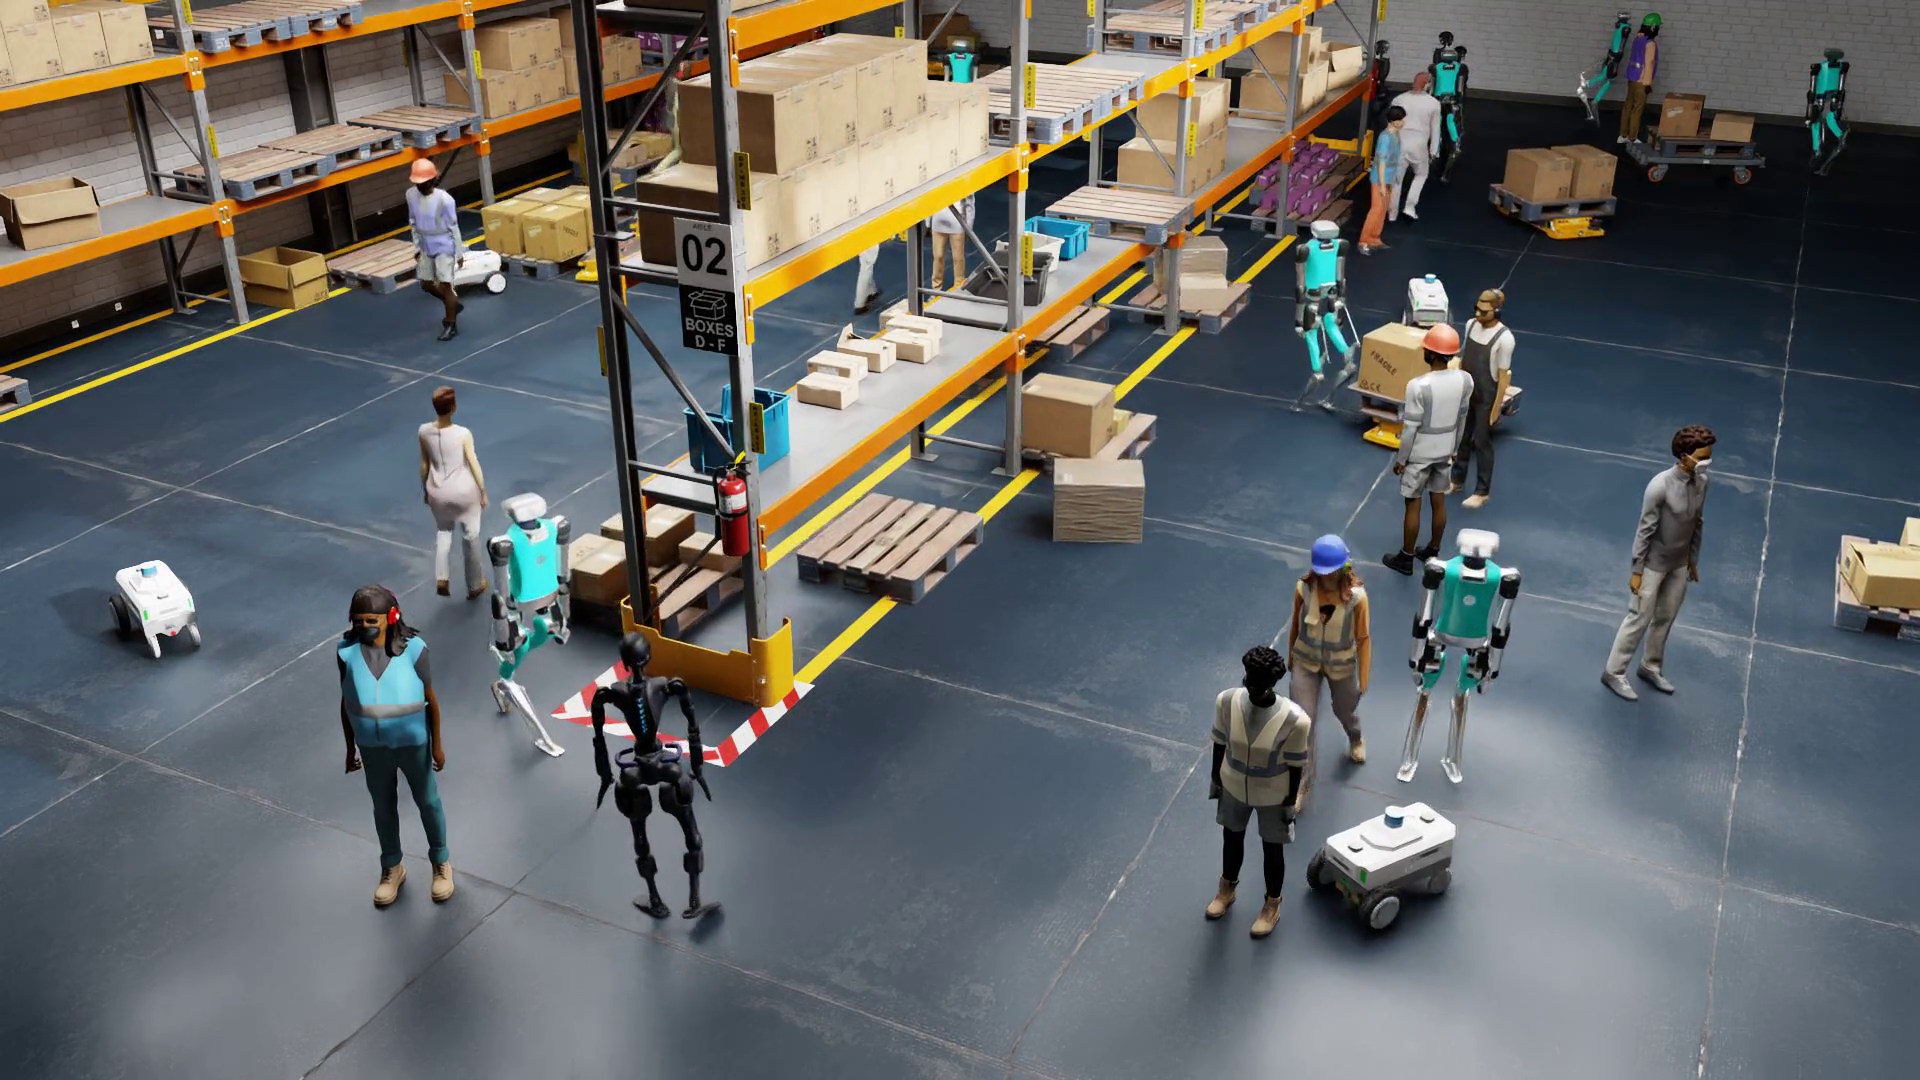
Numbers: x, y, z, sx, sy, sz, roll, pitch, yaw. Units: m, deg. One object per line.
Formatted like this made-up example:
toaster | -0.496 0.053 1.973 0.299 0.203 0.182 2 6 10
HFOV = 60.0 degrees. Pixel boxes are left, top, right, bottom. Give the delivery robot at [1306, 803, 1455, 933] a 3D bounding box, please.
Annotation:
delivery robot | 2.298 1.727 8.989 0.812 0.614 0.499 -14 30 -27

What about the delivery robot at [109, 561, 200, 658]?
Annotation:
delivery robot | -5.603 0.433 11.590 0.499 0.603 0.794 -20 32 -34

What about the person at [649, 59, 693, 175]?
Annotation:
person | -3.792 -5.500 22.163 0.726 1.804 0.626 -7 27 -14

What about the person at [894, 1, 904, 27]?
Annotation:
person | -1.013 -9.404 30.032 0.363 1.825 0.513 -1 26 -3

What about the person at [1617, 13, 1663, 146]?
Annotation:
person | 10.097 -6.833 24.707 0.407 1.932 0.531 -2 26 -5

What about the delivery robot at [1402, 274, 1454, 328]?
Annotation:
delivery robot | 4.909 -2.476 17.464 0.499 0.601 0.775 4 27 7

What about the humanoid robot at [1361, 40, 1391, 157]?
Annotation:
humanoid robot | 6.043 -6.401 24.128 0.418 1.648 0.599 14 30 26

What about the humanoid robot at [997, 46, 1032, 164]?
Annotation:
humanoid robot | 0.760 -6.154 23.631 0.612 1.645 0.433 6 27 13

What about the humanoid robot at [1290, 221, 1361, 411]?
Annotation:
humanoid robot | 3.356 -1.950 15.057 0.539 1.790 0.726 -11 28 -20

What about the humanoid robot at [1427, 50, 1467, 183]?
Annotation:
humanoid robot | 6.647 -5.722 22.707 0.545 1.812 0.689 -1 26 -2

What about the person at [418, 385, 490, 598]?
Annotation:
person | -3.609 -0.312 11.840 0.480 1.647 0.413 2 26 4

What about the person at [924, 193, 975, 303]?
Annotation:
person | -0.128 -3.402 17.986 0.560 1.741 0.339 7 27 13

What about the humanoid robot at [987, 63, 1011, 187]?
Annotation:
humanoid robot | 0.555 -5.625 22.613 0.717 1.650 0.589 -20 33 -35

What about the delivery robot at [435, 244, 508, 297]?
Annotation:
delivery robot | -5.464 -2.995 18.490 0.768 0.581 0.499 -17 31 -31

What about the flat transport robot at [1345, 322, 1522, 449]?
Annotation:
flat transport robot | 4.289 -1.099 14.998 0.659 0.231 1.431 22 34 37

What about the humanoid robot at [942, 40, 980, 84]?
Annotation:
humanoid robot | -0.014 -6.050 23.360 0.535 1.815 0.682 4 27 7

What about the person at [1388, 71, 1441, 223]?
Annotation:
person | 5.675 -4.924 20.901 0.684 1.881 0.432 14 30 26

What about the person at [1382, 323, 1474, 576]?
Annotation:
person | 3.440 -0.662 12.233 0.545 1.942 0.346 -10 28 -19

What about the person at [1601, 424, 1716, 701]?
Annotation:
person | 4.512 0.129 10.696 0.549 1.887 0.403 -11 29 -22

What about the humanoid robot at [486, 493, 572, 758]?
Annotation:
humanoid robot | -2.776 0.460 10.230 0.921 1.795 0.546 22 34 38

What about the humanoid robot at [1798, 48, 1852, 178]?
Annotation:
humanoid robot | 11.935 -5.756 22.788 0.538 1.811 0.793 -3 27 -6

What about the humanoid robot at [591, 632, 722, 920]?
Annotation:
humanoid robot | -1.595 1.265 8.643 0.615 1.647 0.454 -4 27 -8

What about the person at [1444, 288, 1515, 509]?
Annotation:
person | 4.159 -1.141 13.323 0.334 1.834 0.500 -12 29 -22

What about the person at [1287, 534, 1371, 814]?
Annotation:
person | 2.179 0.687 9.745 0.503 1.735 0.849 10 28 19

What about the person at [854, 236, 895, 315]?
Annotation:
person | -0.948 -3.389 17.857 0.571 1.832 0.854 13 29 25

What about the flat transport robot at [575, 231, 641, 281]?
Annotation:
flat transport robot | -3.968 -3.310 19.464 0.659 0.231 1.431 3 26 6

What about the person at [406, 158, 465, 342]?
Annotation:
person | -5.314 -2.978 16.952 0.574 1.907 0.627 9 28 18

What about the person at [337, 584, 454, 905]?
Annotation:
person | -2.993 1.078 8.801 0.518 1.866 0.391 -3 26 -5

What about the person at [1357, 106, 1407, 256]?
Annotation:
person | 5.023 -4.269 19.721 0.388 1.761 0.619 15 30 28

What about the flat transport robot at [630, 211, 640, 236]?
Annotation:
flat transport robot | -3.737 -4.014 20.886 0.659 0.231 1.431 -1 26 -2

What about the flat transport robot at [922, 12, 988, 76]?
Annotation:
flat transport robot | -0.205 -8.695 30.341 0.659 0.231 1.431 7 27 14

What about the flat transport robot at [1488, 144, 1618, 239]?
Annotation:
flat transport robot | 7.465 -4.103 21.066 0.659 0.231 1.431 -6 27 -12

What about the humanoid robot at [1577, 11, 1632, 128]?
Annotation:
humanoid robot | 9.942 -7.287 25.905 0.761 1.829 0.544 3 27 7

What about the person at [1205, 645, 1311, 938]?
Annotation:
person | 1.522 1.282 8.586 0.528 1.688 0.322 15 30 28

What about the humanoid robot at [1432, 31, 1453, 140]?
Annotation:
humanoid robot | 7.164 -6.802 24.987 0.783 1.627 0.600 1 26 1

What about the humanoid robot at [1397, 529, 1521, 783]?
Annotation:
humanoid robot | 2.913 0.640 9.809 0.542 1.743 0.784 6 27 11

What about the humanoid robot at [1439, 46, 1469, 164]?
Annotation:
humanoid robot | 7.012 -6.222 23.808 0.616 1.642 0.597 -20 33 -35
